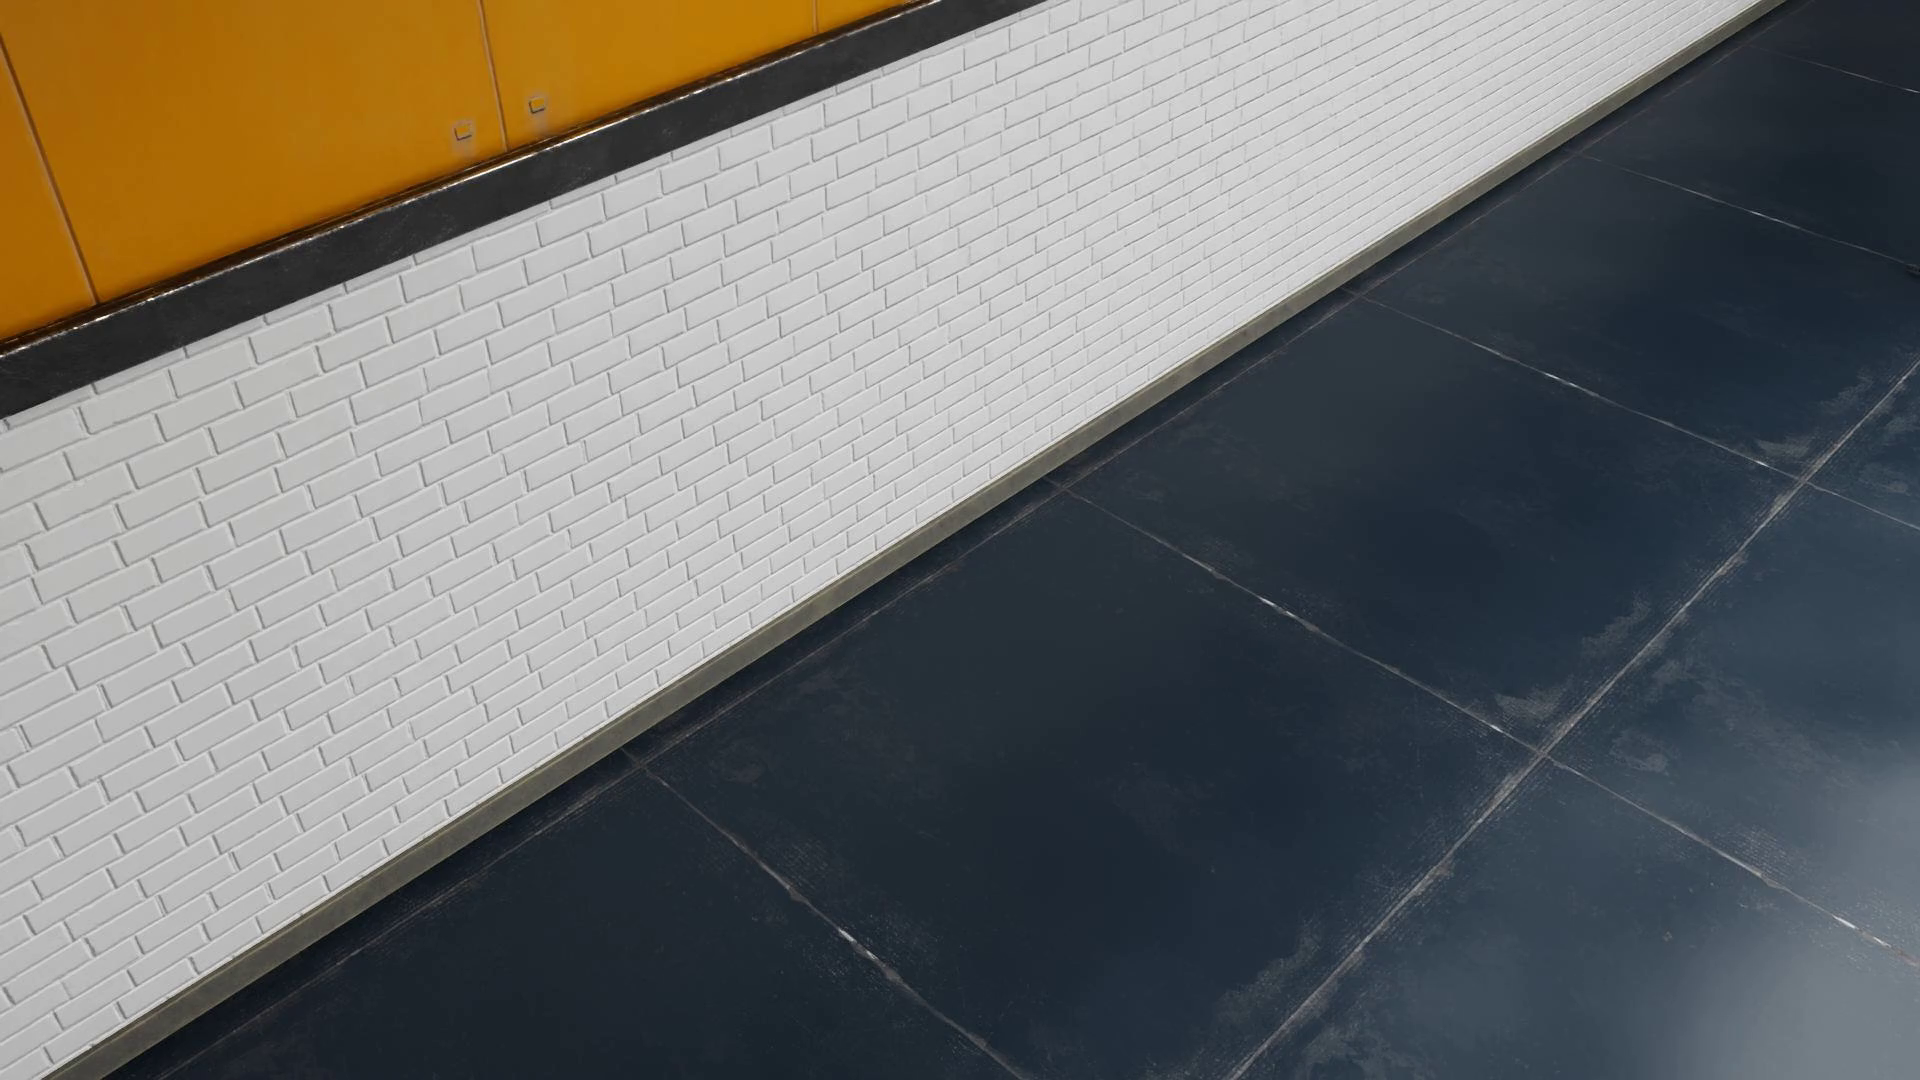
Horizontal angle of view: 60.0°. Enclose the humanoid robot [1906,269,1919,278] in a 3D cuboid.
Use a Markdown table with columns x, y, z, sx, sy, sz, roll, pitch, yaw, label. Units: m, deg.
| x | y | z | sx | sy | sz | roll | pitch | yaw | label |
| --- | --- | --- | --- | --- | --- | --- | --- | --- | --- |
| 6.777 | -2.270 | 10.677 | 0.792 | 1.635 | 0.600 | 16 | 41 | 19 | humanoid robot |
